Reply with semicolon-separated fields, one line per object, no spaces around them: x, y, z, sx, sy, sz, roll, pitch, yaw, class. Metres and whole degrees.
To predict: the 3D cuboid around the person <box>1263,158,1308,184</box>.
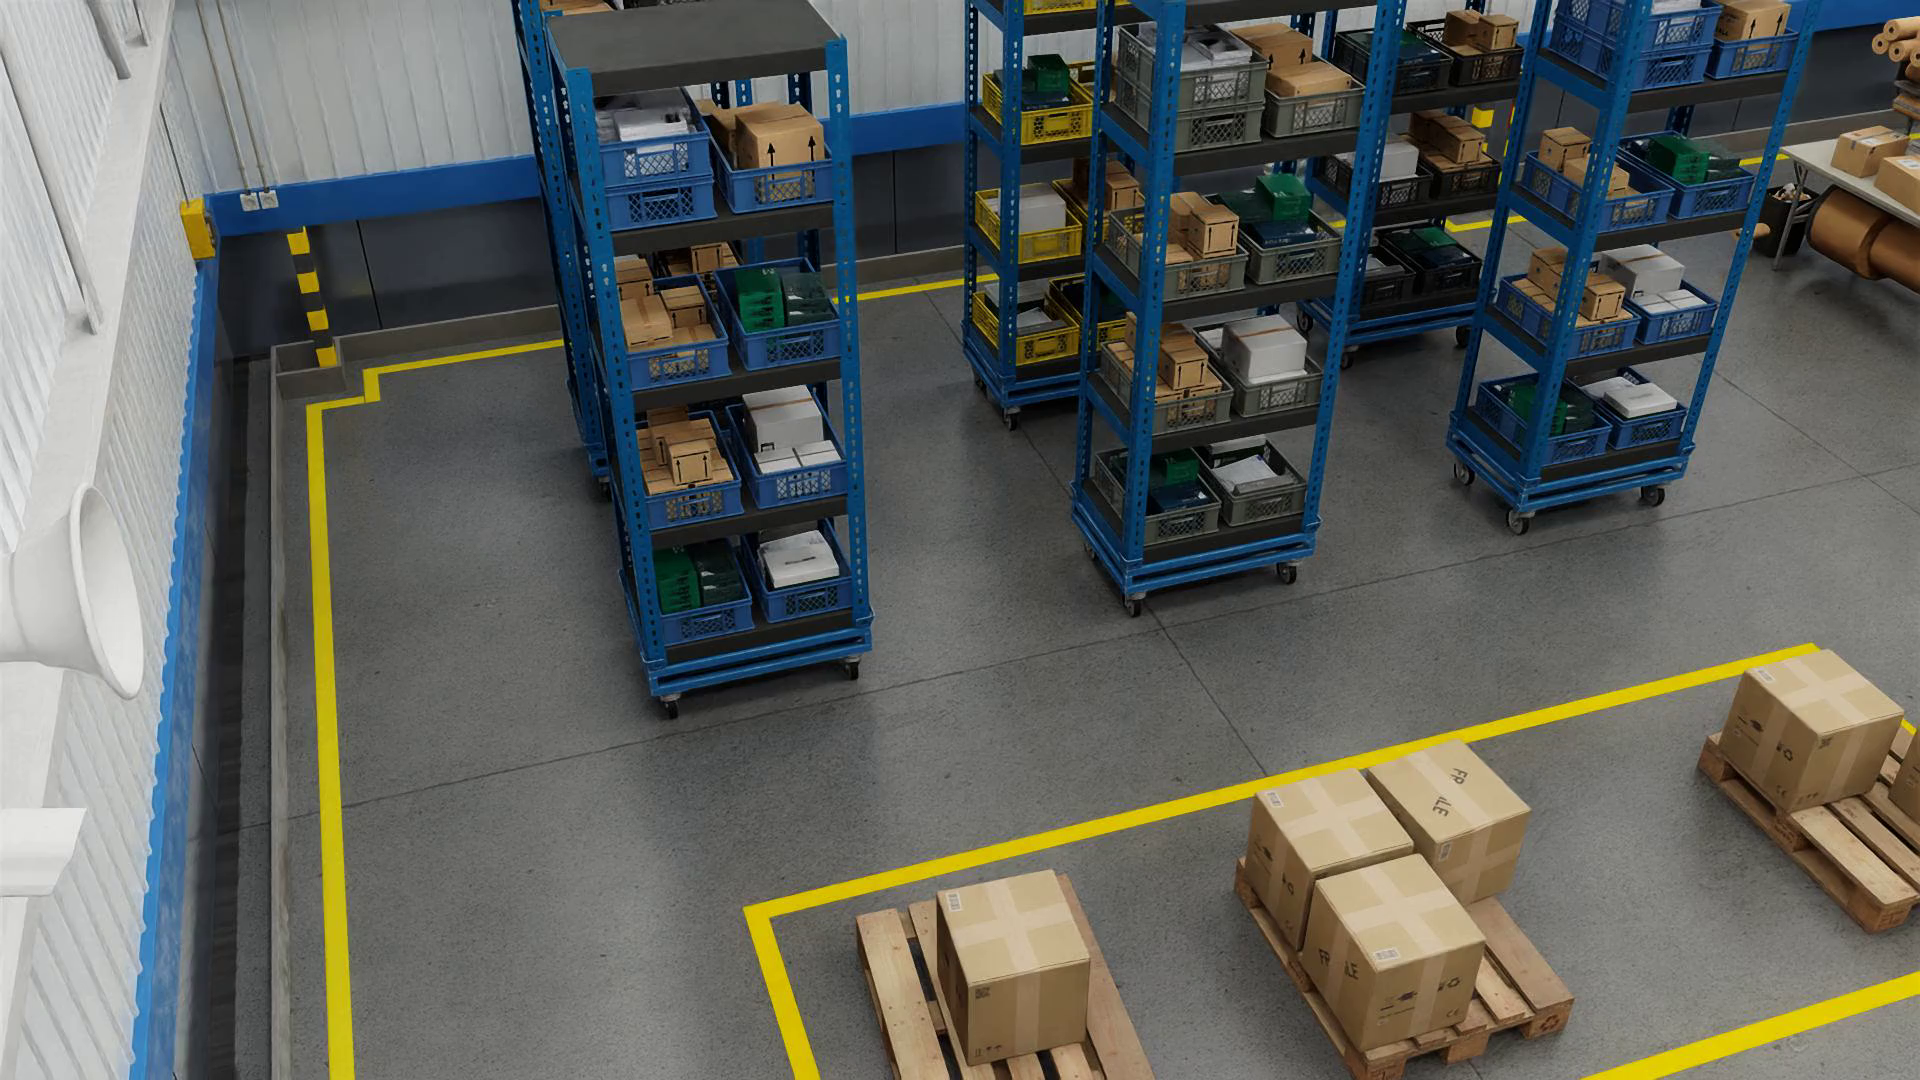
2.395;-2.709;12.497;0.397;1.883;0.598;5;35;6;person
